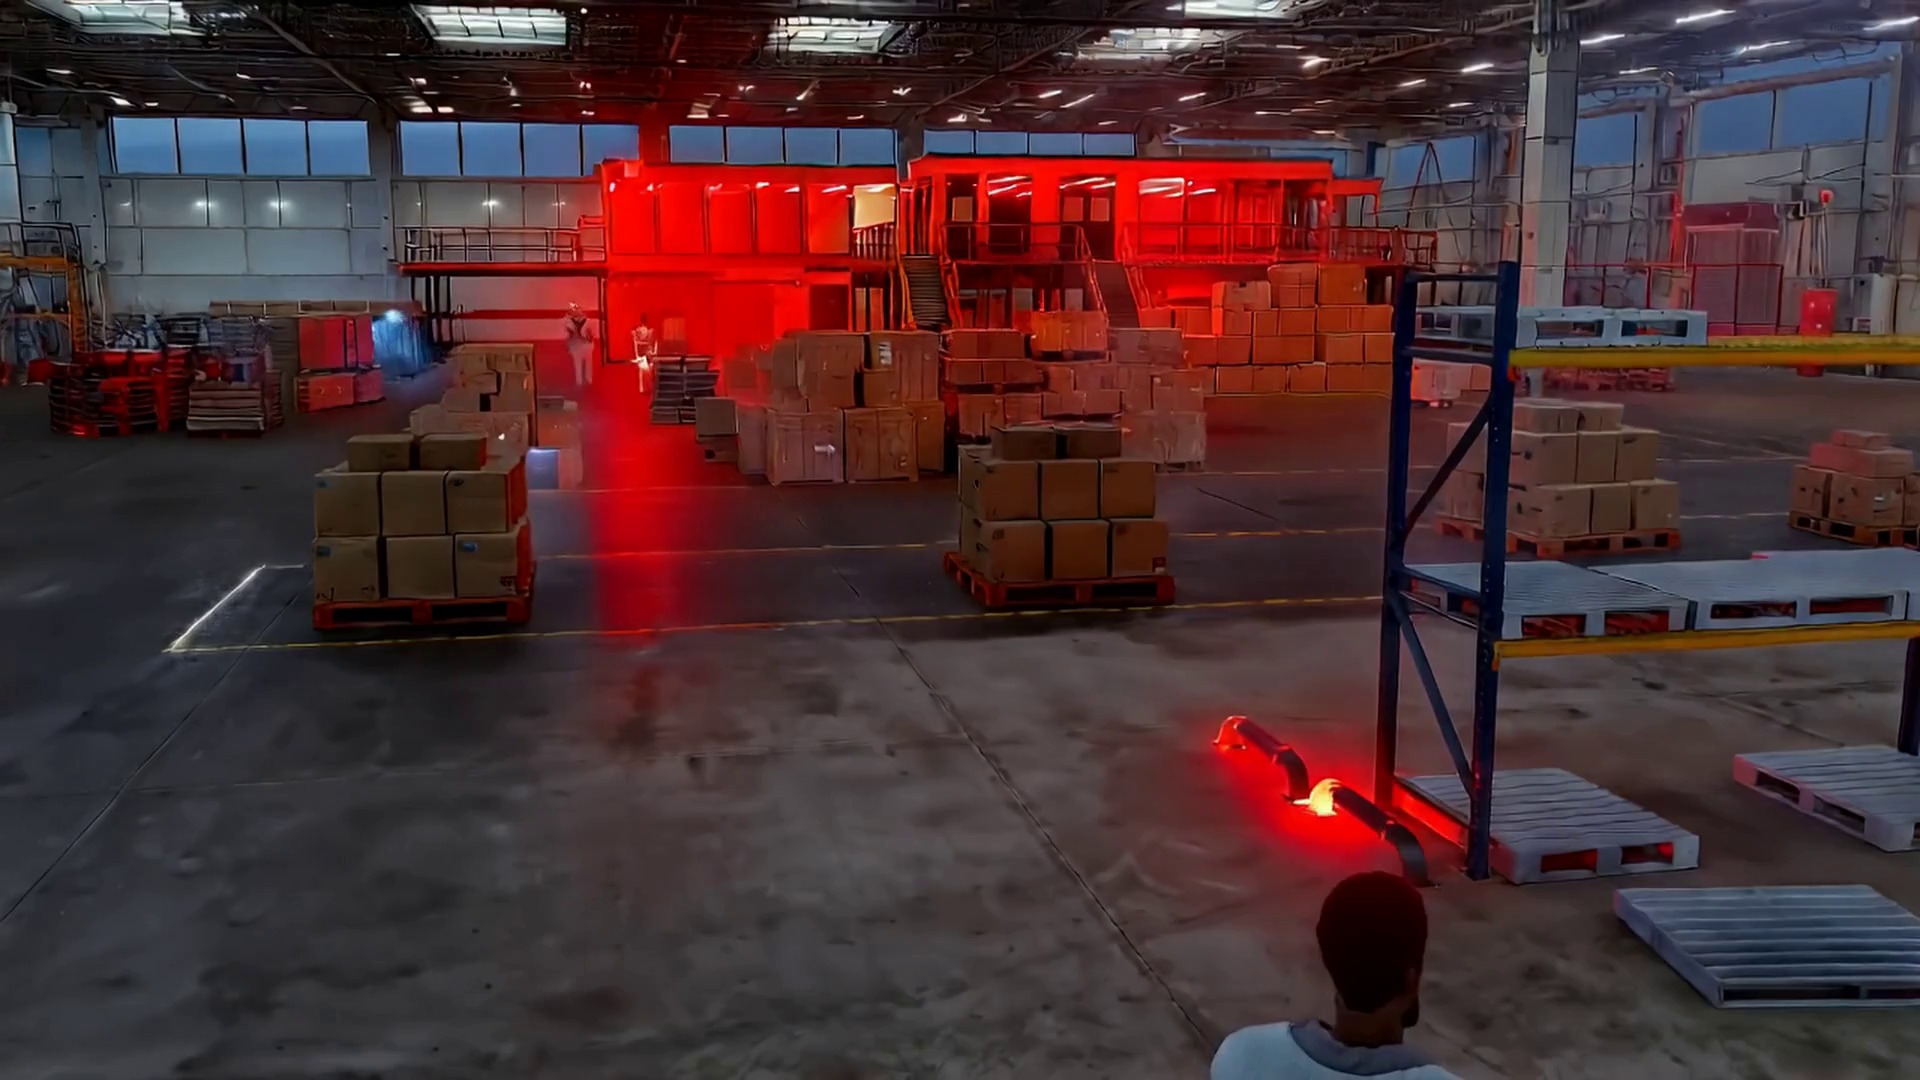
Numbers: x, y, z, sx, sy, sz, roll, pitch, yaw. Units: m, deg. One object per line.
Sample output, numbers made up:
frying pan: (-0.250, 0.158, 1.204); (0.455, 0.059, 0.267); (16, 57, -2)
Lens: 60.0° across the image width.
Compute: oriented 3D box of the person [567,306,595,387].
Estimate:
person: (-9.490, -4.870, 41.860); (0.705, 2.000, 0.682); (1, 9, 8)

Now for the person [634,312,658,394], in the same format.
person: (-7.441, -4.421, 39.439); (0.553, 1.935, 0.361); (-3, 10, -19)

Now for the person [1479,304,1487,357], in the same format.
person: (14.307, -5.465, 45.645); (0.399, 1.987, 0.612); (0, 9, -1)

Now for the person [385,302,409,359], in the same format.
person: (-18.560, -6.904, 54.855); (0.750, 1.860, 0.372); (-7, 11, -35)

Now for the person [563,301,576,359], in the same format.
person: (-12.758, -6.926, 54.790); (0.605, 1.908, 0.425); (-3, 10, -19)

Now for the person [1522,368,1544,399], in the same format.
person: (9.166, -2.318, 26.917); (0.523, 1.842, 0.798); (-5, 11, -29)

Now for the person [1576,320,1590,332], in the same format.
person: (17.282, -5.456, 46.225); (0.942, 1.798, 0.637); (5, 10, 26)

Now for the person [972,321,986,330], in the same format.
person: (0.631, -3.220, 31.978); (0.932, 1.989, 0.724); (-5, 10, -27)

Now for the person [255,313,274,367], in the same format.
person: (-19.156, -5.358, 45.704); (0.557, 1.755, 0.460); (4, 10, 24)

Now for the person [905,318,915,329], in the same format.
person: (-1.088, -3.758, 35.415); (0.372, 1.934, 0.627); (-8, 12, -40)

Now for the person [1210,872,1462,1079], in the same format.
person: (0.739, 1.548, 3.103); (0.593, 1.922, 0.391); (7, 11, 35)

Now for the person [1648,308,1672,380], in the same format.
person: (18.621, -5.208, 44.259); (0.587, 1.929, 0.360); (1, 9, 9)
